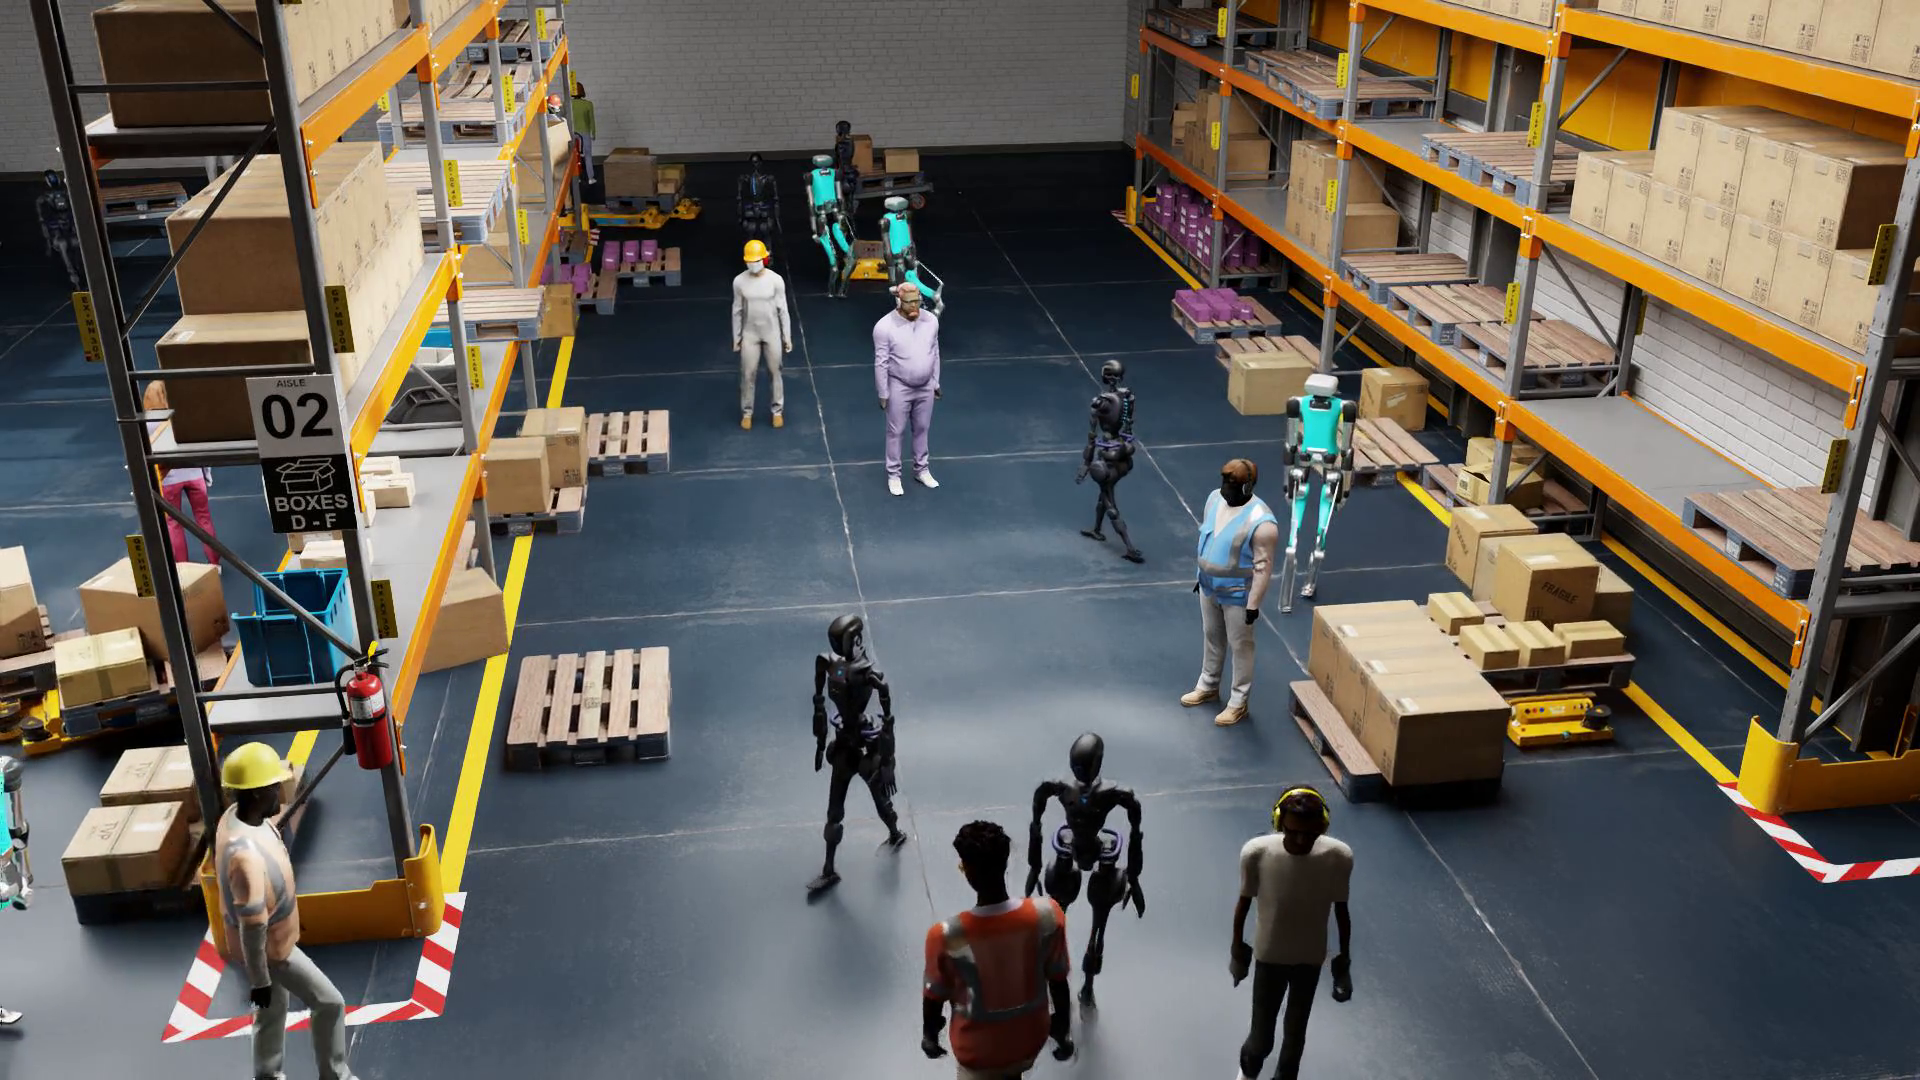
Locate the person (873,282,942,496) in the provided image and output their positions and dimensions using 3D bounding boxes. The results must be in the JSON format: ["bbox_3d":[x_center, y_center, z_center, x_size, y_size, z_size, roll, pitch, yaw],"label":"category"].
[{"bbox_3d":[-0.437,-1.343,14.703,0.650,1.906,0.413,-14,27,-28],"label":"person"}]

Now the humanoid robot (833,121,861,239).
[{"bbox_3d":[-1.607,-5.110,23.577,0.340,1.644,0.608,5,24,11],"label":"humanoid robot"}]

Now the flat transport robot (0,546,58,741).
[{"bbox_3d":[-6.775,1.041,11.305,0.659,0.231,1.431,-14,27,-28],"label":"flat transport robot"}]

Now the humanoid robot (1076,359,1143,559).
[{"bbox_3d":[1.241,-0.661,13.509,0.761,1.649,0.590,21,31,39],"label":"humanoid robot"}]

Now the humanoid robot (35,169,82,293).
[{"bbox_3d":[-11.060,-3.779,20.613,0.591,1.638,0.790,-22,32,-40],"label":"humanoid robot"}]

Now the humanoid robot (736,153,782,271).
[{"bbox_3d":[-2.586,-4.116,21.285,0.599,1.657,0.315,3,24,8],"label":"humanoid robot"}]

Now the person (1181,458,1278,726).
[{"bbox_3d":[1.768,0.329,10.970,0.429,1.846,0.623,-15,28,-31],"label":"person"}]

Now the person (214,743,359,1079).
[{"bbox_3d":[-3.018,1.785,7.585,0.737,1.893,0.613,-10,26,-21],"label":"person"}]

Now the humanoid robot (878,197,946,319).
[{"bbox_3d":[-0.529,-2.926,18.495,0.978,1.725,0.549,15,28,30],"label":"humanoid robot"}]

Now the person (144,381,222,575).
[{"bbox_3d":[-6.116,-0.456,13.025,0.499,1.628,0.291,-17,29,-33],"label":"person"}]

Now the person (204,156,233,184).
[{"bbox_3d":[-11.518,-6.138,25.720,0.627,1.839,0.430,-18,29,-35],"label":"person"}]

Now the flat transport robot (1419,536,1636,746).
[{"bbox_3d":[3.849,0.970,11.468,0.659,0.231,1.431,-3,24,-8],"label":"flat transport robot"}]

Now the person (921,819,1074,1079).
[{"bbox_3d":[0.124,2.022,6.995,0.630,1.934,0.679,-10,26,-21],"label":"person"}]

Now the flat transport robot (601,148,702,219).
[{"bbox_3d":[-4.660,-4.991,25.049,1.431,0.231,0.659,0,24,1],"label":"flat transport robot"}]

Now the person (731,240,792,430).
[{"bbox_3d":[-1.936,-2.004,16.233,0.586,1.889,0.381,-2,24,-4],"label":"person"}]

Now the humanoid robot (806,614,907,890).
[{"bbox_3d":[-0.577,1.170,9.325,0.593,1.626,0.786,15,28,30],"label":"humanoid robot"}]

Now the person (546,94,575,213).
[{"bbox_3d":[-6.078,-5.836,25.125,0.572,1.749,0.332,7,25,17],"label":"person"}]

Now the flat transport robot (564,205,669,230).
[{"bbox_3d":[-5.063,-4.761,24.525,1.431,0.231,0.659,1,24,2],"label":"flat transport robot"}]

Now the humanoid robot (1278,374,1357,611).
[{"bbox_3d":[2.658,-0.271,12.614,0.543,1.899,0.725,8,25,18],"label":"humanoid robot"}]

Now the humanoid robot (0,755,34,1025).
[{"bbox_3d":[-4.826,1.747,8.029,0.817,1.883,0.537,10,26,22],"label":"humanoid robot"}]

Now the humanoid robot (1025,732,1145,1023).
[{"bbox_3d":[0.626,1.627,8.258,0.613,1.640,0.456,5,24,10],"label":"humanoid robot"}]

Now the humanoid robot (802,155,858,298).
[{"bbox_3d":[-1.539,-3.825,20.576,0.532,1.772,0.790,-16,28,-32],"label":"humanoid robot"}]

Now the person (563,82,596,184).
[{"bbox_3d":[-6.171,-6.613,27.055,0.492,1.624,0.280,-1,24,-2],"label":"person"}]

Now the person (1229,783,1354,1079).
[{"bbox_3d":[1.485,1.890,7.408,0.528,1.856,0.405,0,24,-1],"label":"person"}]

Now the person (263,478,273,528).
[{"bbox_3d":[-5.742,-0.927,13.937,0.321,1.755,0.564,-1,24,-3],"label":"person"}]

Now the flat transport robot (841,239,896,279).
[{"bbox_3d":[-1.185,-3.753,22.228,0.659,0.231,1.431,1,24,2],"label":"flat transport robot"}]

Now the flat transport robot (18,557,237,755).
[{"bbox_3d":[-5.546,1.066,11.251,1.431,0.231,0.659,-12,27,-26],"label":"flat transport robot"}]

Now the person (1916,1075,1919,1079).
[{"bbox_3d":[4.305,2.214,6.979,0.772,1.591,0.450,16,28,32],"label":"person"}]
